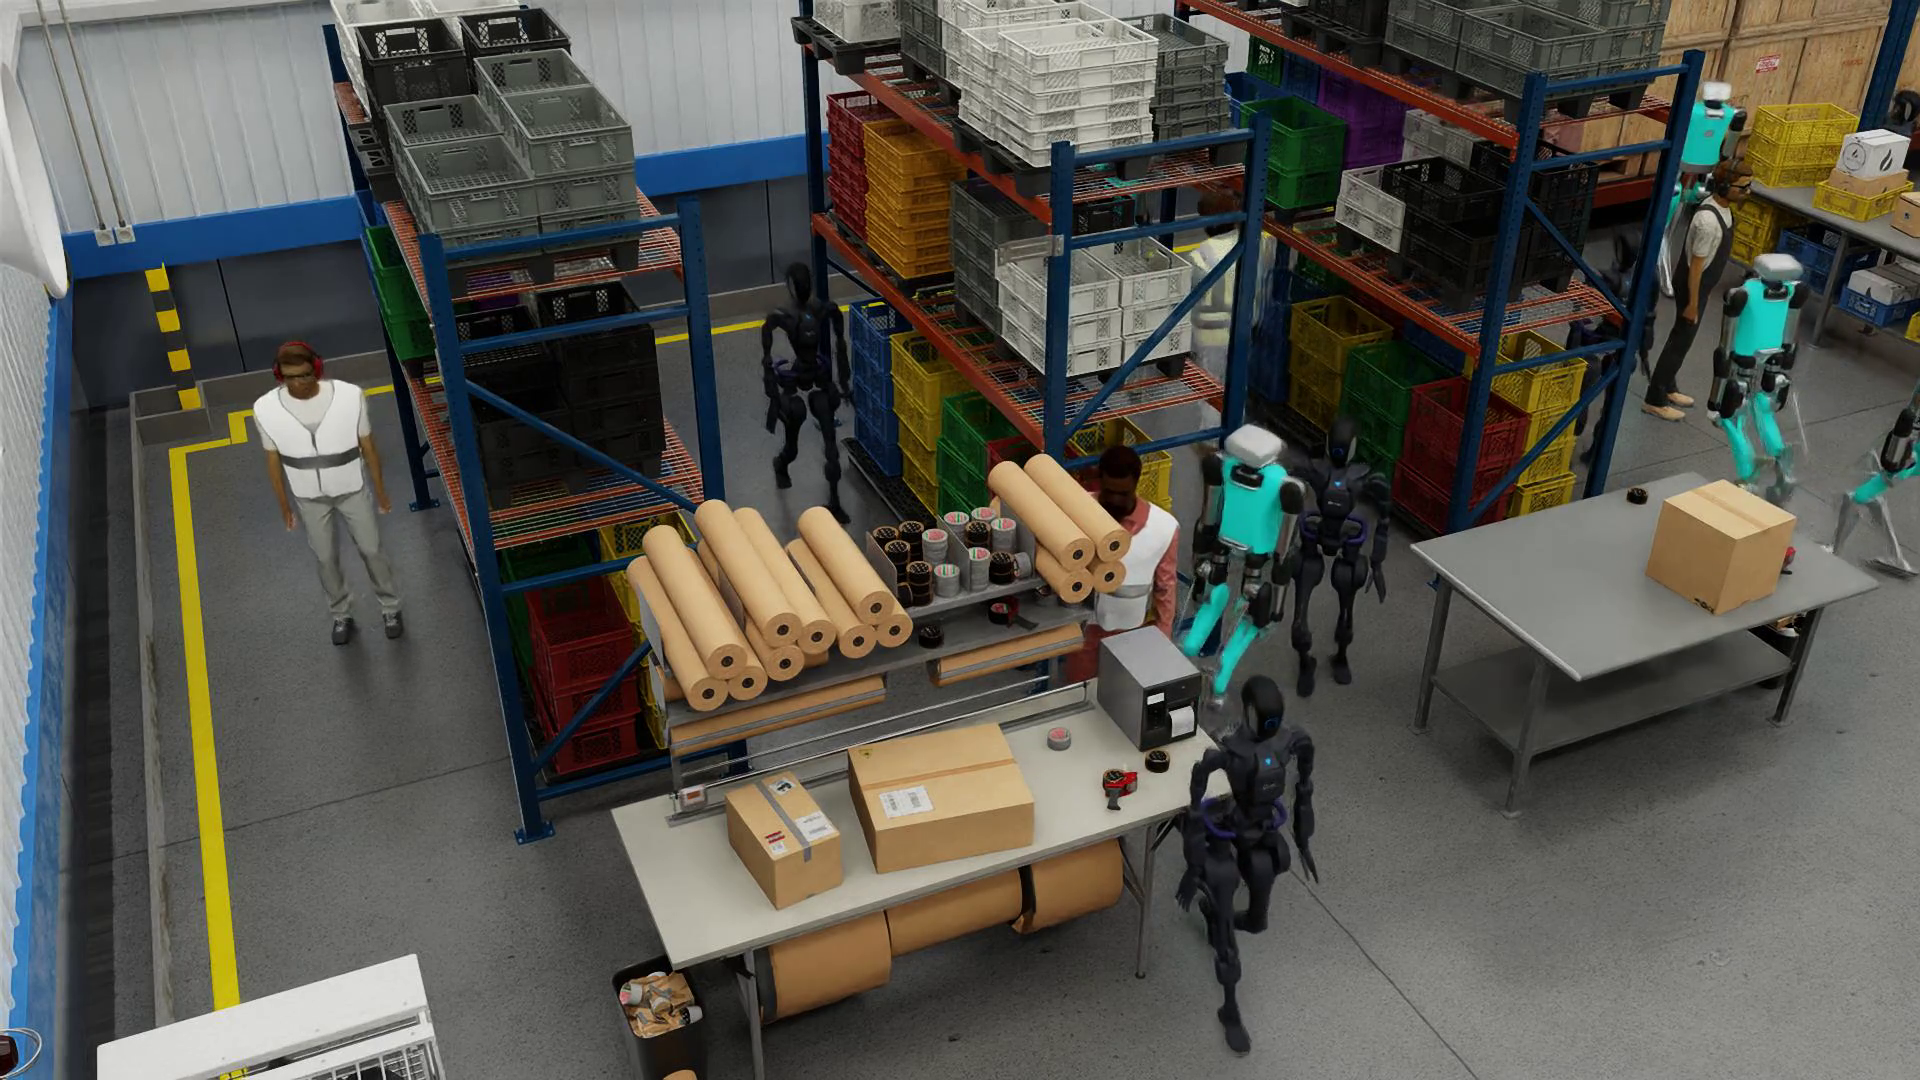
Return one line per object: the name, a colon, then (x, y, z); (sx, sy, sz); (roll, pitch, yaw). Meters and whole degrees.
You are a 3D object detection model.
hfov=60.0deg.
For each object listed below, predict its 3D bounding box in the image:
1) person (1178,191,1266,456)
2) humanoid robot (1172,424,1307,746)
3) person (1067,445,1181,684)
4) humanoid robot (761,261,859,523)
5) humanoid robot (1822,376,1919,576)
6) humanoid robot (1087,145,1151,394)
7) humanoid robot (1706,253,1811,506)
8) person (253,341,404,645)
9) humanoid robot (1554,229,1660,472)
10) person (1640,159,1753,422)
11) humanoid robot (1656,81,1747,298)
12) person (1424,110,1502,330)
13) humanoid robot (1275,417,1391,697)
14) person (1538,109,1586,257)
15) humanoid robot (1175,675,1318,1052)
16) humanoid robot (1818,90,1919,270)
person: (1.631, -1.354, 10.684); (0.638, 1.823, 0.456); (-21, 37, -30)
humanoid robot: (1.246, 0.344, 8.011); (0.538, 1.787, 0.665); (22, 38, 32)
person: (0.703, 0.385, 7.779); (0.594, 1.912, 0.398); (10, 33, 15)
humanoid robot: (-0.948, -0.940, 10.199); (0.588, 1.635, 0.761); (-15, 35, -23)
humanoid robot: (5.340, -0.529, 9.524); (0.532, 1.892, 0.767); (-10, 33, -15)
humanoid robot: (1.088, -1.864, 11.649); (0.541, 1.811, 0.841); (-2, 32, -4)
humanoid robot: (4.747, -0.756, 9.802); (0.547, 1.782, 0.756); (-8, 32, -13)
person: (-3.366, -0.253, 8.906); (0.575, 1.824, 0.426); (-10, 33, -16)
humanoid robot: (4.102, -1.172, 10.533); (0.586, 1.660, 0.334); (-3, 32, -4)
person: (4.970, -1.681, 11.213); (0.332, 1.837, 0.506); (17, 36, 26)
humanoid robot: (5.772, -2.862, 13.275); (0.531, 1.761, 1.026); (5, 32, 8)
person: (3.667, -2.110, 11.851); (0.545, 1.890, 0.975); (-19, 36, -28)
humanoid robot: (1.911, 0.065, 8.539); (0.591, 1.630, 0.511); (8, 33, 13)
person: (4.890, -3.066, 13.528); (0.523, 1.761, 0.336); (-27, 41, -37)
humanoid robot: (1.143, 1.227, 6.690); (0.597, 1.638, 0.729); (-10, 33, -16)
humanoid robot: (7.172, -2.763, 13.117); (0.611, 1.645, 0.453); (-21, 37, -30)
